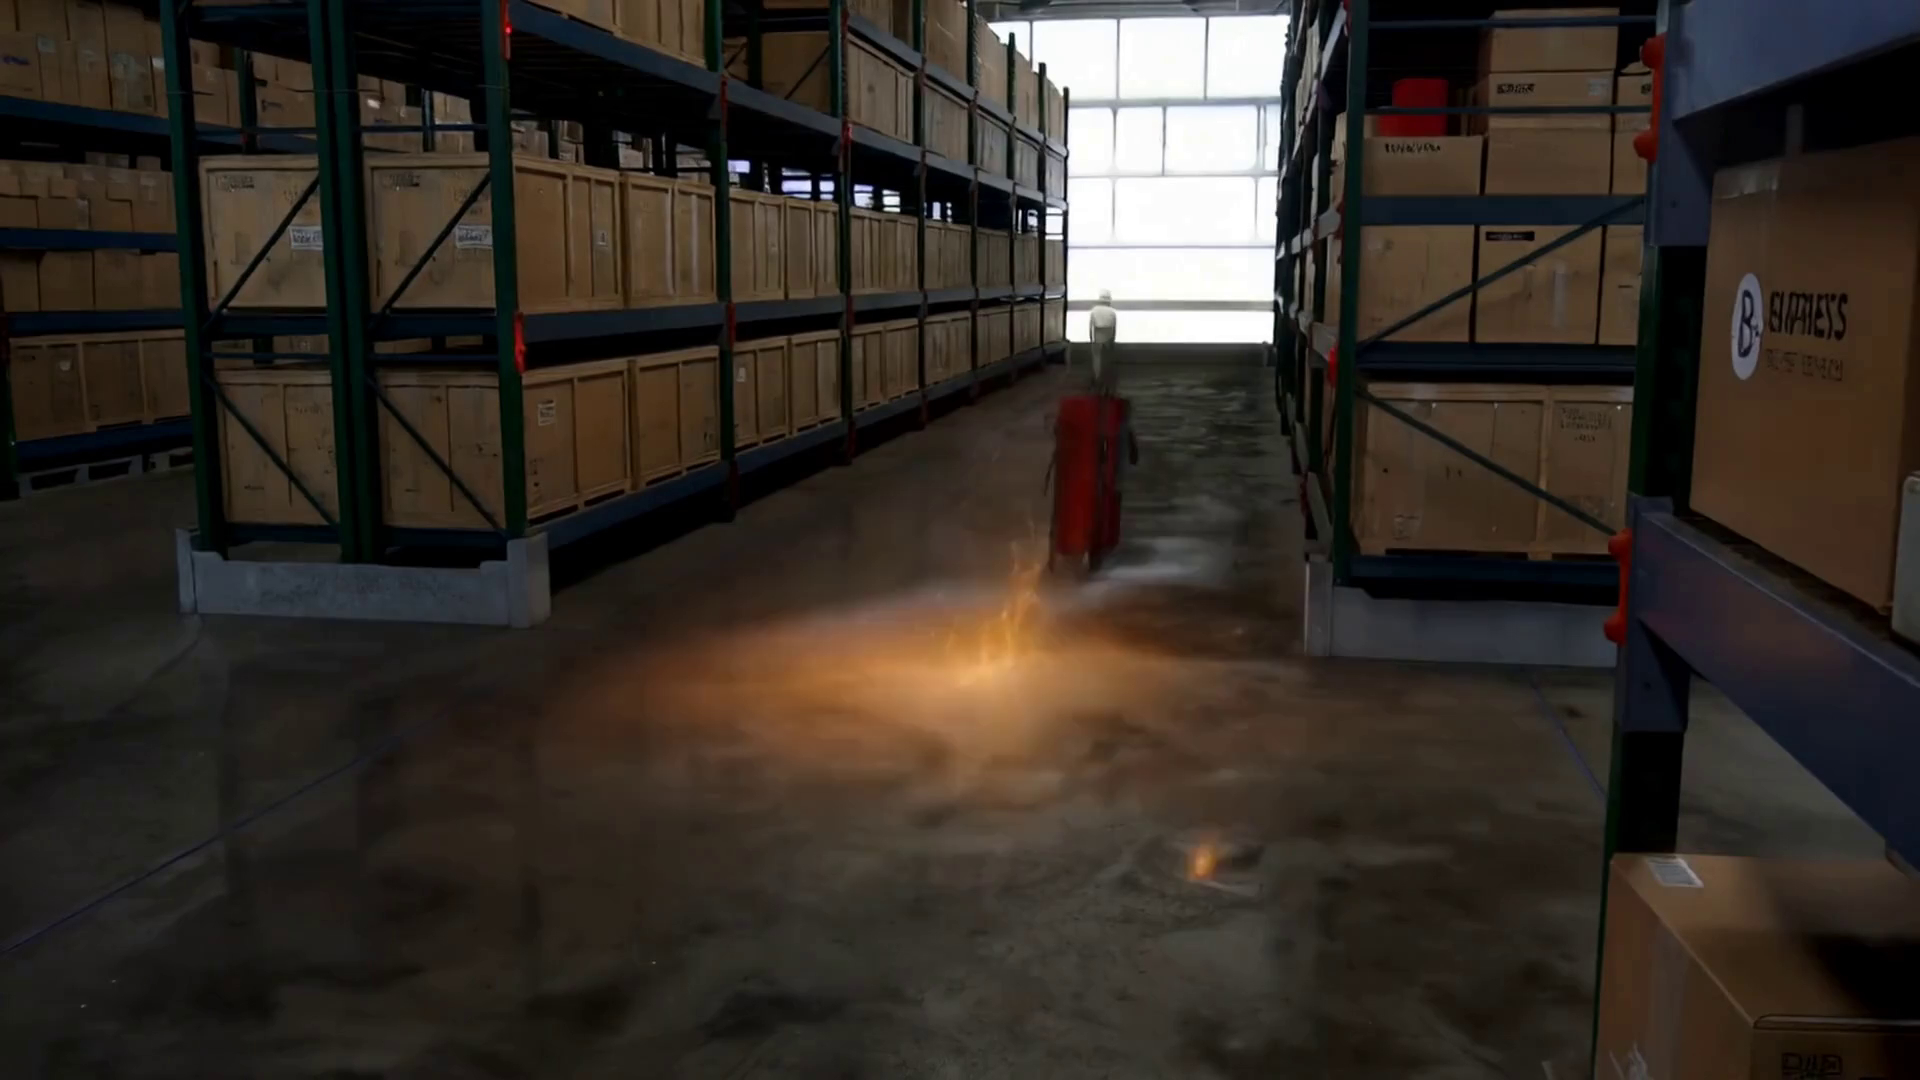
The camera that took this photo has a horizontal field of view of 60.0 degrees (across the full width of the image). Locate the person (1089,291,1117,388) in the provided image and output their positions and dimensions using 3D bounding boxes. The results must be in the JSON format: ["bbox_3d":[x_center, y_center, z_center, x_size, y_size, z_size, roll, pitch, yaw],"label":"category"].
[{"bbox_3d":[2.496,-3.520,29.175,0.490,1.704,0.856,2,9,11],"label":"person"}]
